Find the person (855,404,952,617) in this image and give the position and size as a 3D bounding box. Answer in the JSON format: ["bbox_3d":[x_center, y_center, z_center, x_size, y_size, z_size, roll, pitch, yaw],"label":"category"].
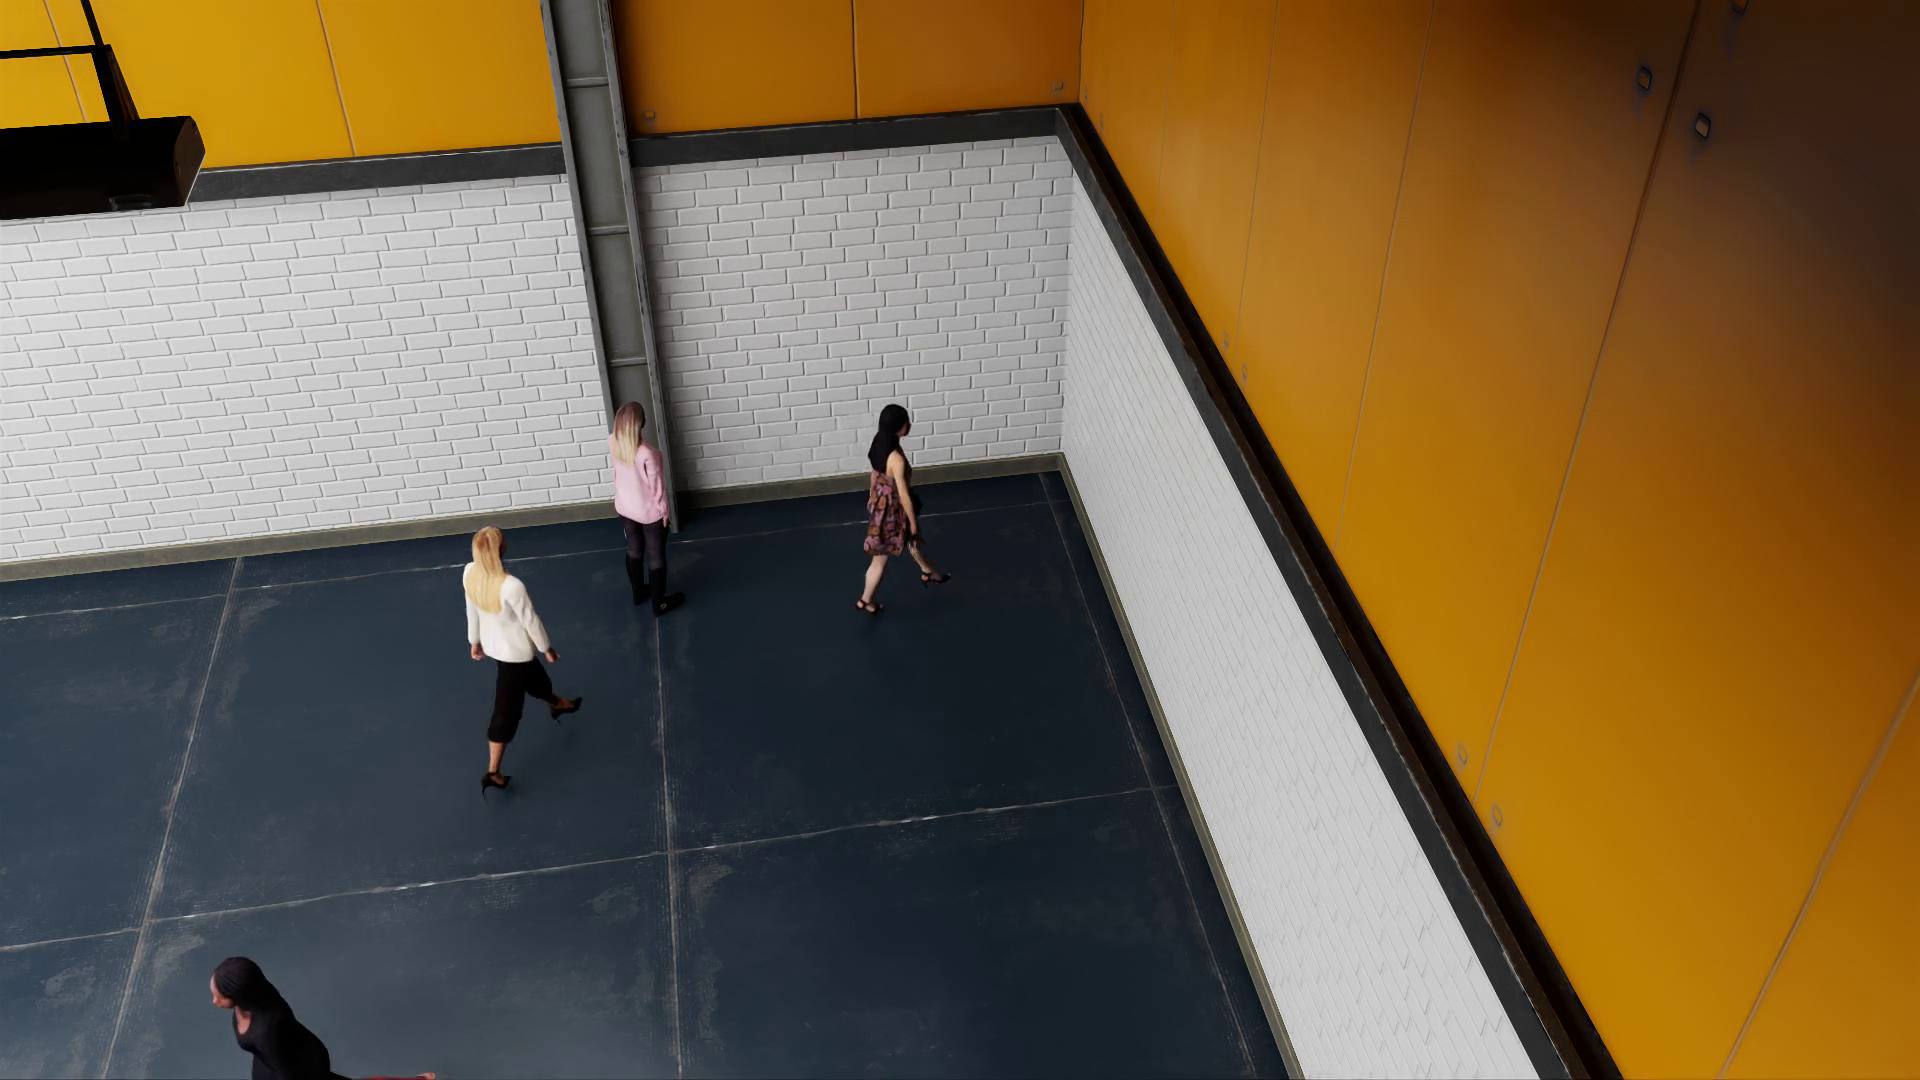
[{"bbox_3d":[-0.537,-0.133,11.113,1.062,1.743,0.812,-18,42,-22],"label":"person"}]

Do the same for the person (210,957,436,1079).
[{"bbox_3d":[-3.082,2.462,7.925,1.290,1.666,1.086,-30,47,-32],"label":"person"}]

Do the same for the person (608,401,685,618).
[{"bbox_3d":[-2.167,-0.214,11.260,0.672,1.686,0.736,23,44,26],"label":"person"}]

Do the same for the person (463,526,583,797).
[{"bbox_3d":[-2.744,0.755,9.951,1.184,1.805,1.198,21,43,24],"label":"person"}]
